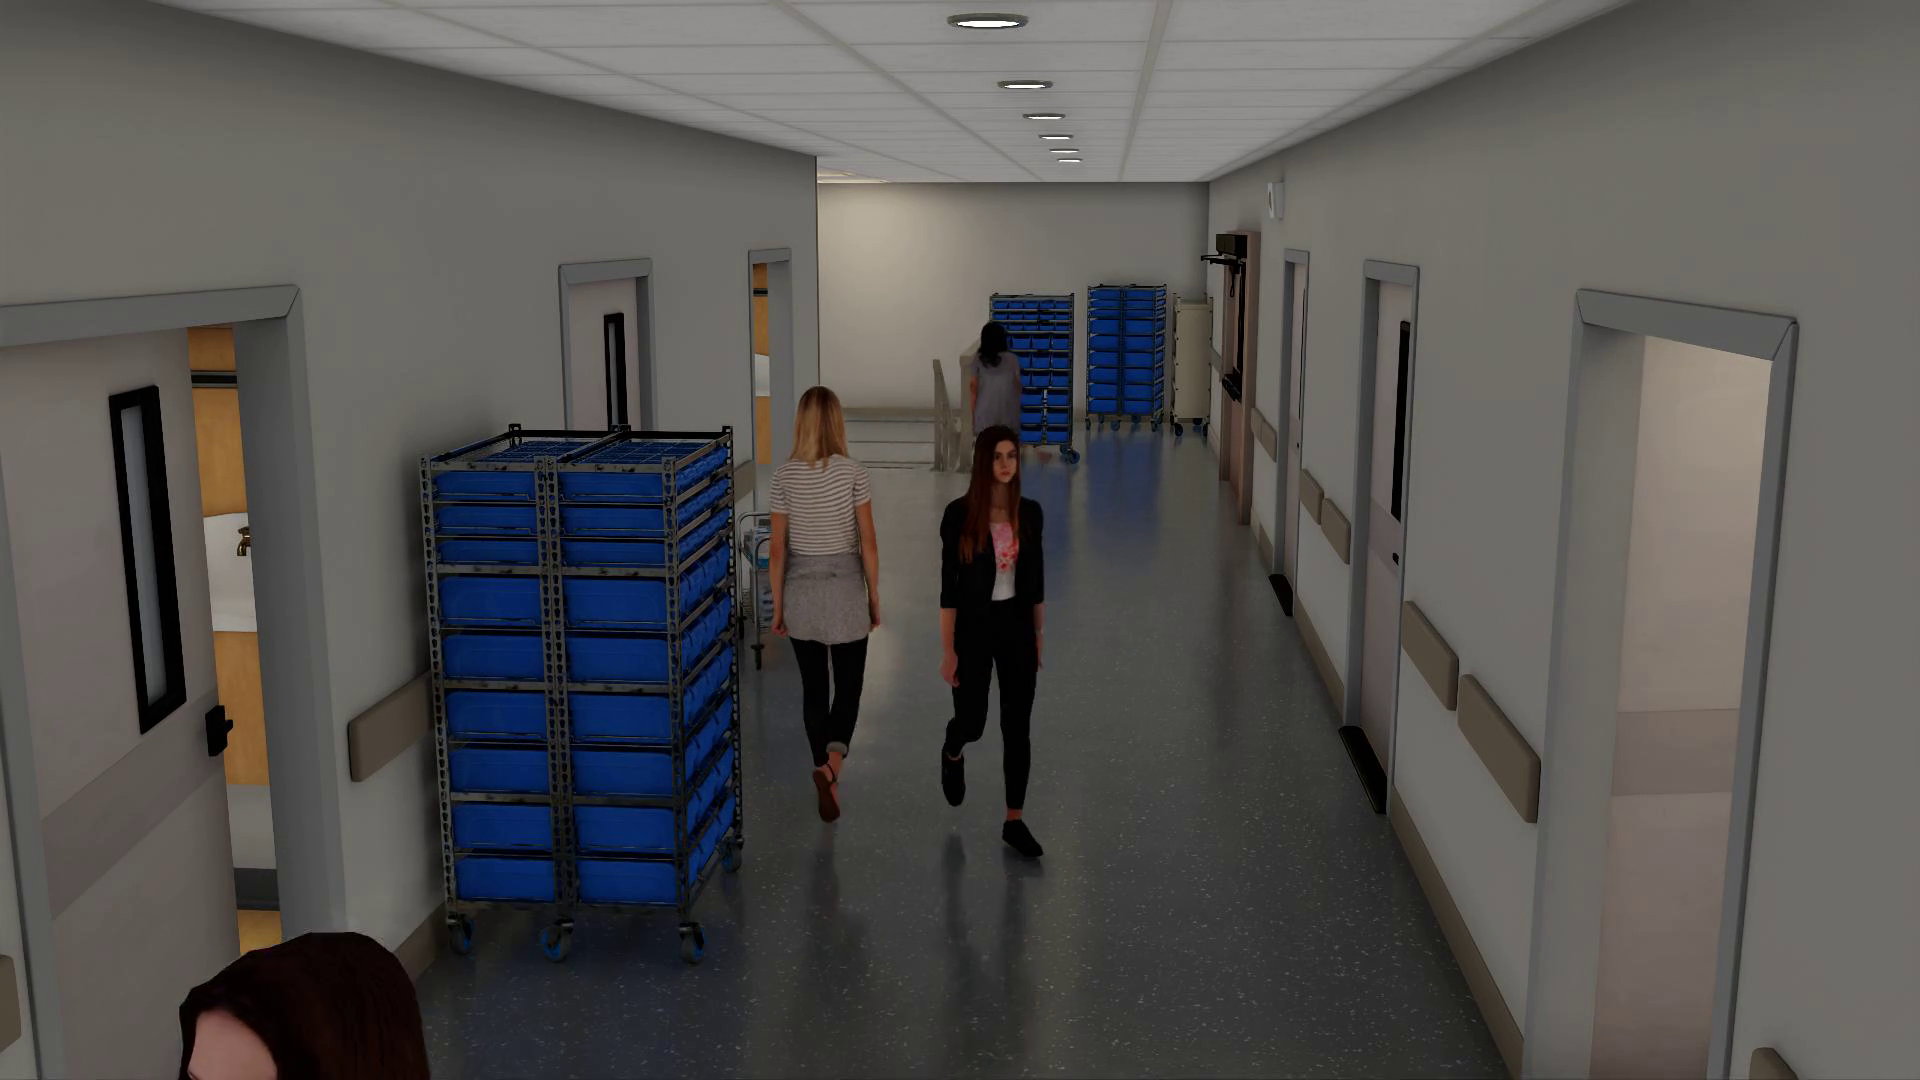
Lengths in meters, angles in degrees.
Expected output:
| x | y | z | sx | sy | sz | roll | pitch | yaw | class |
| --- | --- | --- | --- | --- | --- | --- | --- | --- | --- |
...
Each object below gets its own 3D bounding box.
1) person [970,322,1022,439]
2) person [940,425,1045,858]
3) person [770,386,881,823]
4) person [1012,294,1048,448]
| x | y | z | sx | sy | sz | roll | pitch | yaw | class |
| --- | --- | --- | --- | --- | --- | --- | --- | --- | --- |
| 0.326 | -1.155 | 15.086 | 0.636 | 1.580 | 0.989 | 1 | 11 | 7 | person |
| 0.085 | 0.383 | 6.669 | 0.865 | 1.698 | 1.032 | -5 | 12 | -24 | person |
| -0.557 | 0.296 | 6.831 | 0.657 | 1.808 | 1.010 | 0 | 11 | -1 | person |
| 0.761 | -1.904 | 18.702 | 0.689 | 1.706 | 0.744 | 3 | 11 | 17 | person |
